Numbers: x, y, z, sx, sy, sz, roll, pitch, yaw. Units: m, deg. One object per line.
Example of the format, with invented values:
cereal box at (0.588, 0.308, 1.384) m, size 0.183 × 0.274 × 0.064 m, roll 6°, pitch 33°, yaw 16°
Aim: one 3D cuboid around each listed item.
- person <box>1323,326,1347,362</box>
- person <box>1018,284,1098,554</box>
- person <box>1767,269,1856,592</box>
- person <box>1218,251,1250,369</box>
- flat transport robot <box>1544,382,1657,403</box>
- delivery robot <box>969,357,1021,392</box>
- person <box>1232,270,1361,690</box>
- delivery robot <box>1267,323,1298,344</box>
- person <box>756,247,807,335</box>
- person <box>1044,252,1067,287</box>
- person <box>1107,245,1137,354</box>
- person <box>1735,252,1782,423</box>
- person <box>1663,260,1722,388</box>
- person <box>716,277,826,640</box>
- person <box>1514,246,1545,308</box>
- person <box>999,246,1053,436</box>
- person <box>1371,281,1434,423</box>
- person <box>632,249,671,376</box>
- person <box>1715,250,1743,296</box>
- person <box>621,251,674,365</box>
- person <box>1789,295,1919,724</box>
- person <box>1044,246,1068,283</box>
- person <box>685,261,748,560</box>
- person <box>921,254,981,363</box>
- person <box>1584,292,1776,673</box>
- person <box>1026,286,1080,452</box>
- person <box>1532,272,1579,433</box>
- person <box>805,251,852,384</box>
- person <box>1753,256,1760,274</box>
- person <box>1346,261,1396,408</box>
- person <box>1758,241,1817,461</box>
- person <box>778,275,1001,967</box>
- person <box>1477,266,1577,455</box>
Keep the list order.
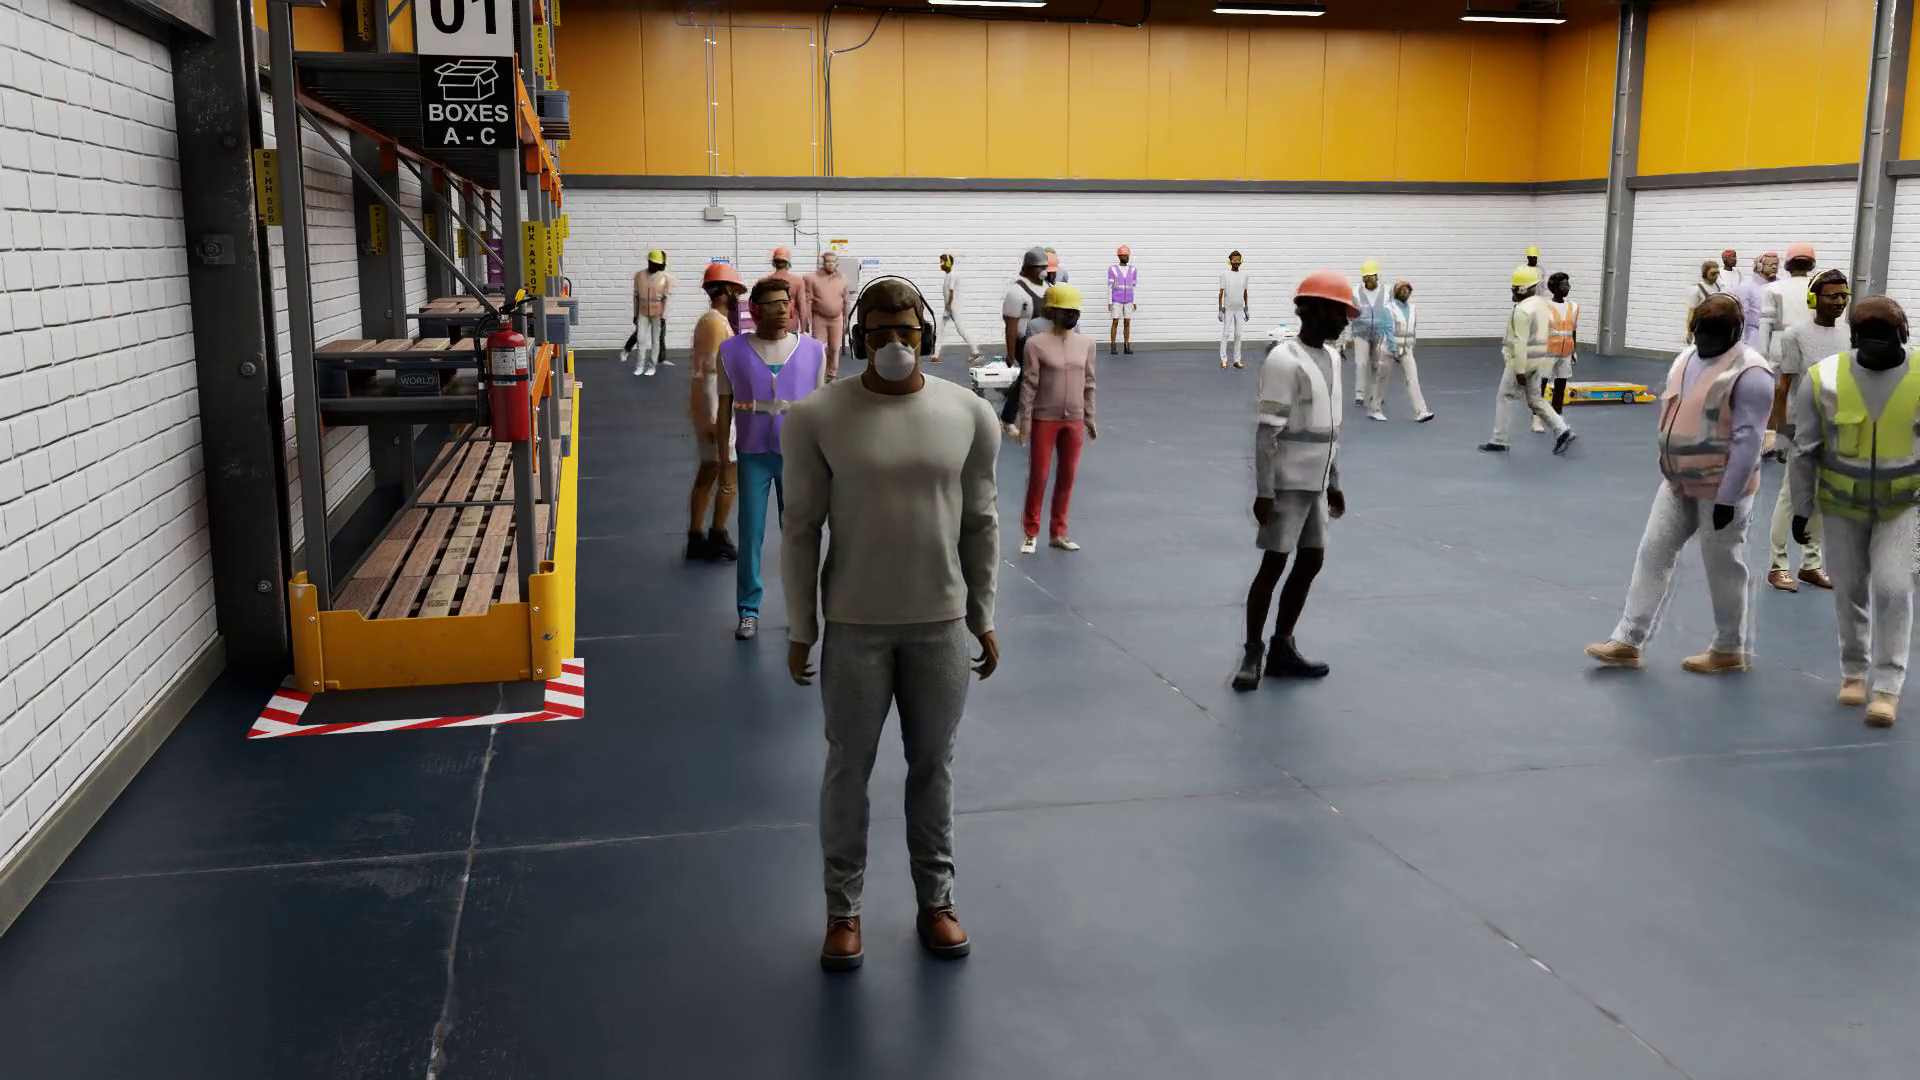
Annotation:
person at (4.029, -2.089, 18.374) m, size 0.522 × 1.645 × 0.306 m, roll -2°, pitch 11°, yaw -13°
person at (0.618, -0.776, 10.851) m, size 0.591 × 1.749 × 0.346 m, roll -4°, pitch 11°, yaw -23°
person at (4.981, -0.630, 9.671) m, size 0.531 × 1.870 × 0.318 m, roll -2°, pitch 11°, yaw -13°
person at (4.343, -3.641, 26.355) m, size 0.531 × 1.870 × 0.318 m, roll -2°, pitch 11°, yaw -13°
flat transport robot at (7.928, -1.858, 20.903) m, size 1.431 × 0.197 × 0.652 m, roll -2°, pitch 10°, yaw -12°
delivery robot at (0.483, -2.086, 21.119) m, size 0.707 × 0.478 × 0.477 m, roll -2°, pitch 10°, yaw -12°
person at (1.519, -0.264, 7.573) m, size 0.350 × 1.904 × 0.707 m, roll 9°, pitch 14°, yaw 42°
delivery robot at (5.723, -3.606, 29.542) m, size 0.477 × 0.478 × 0.707 m, roll -2°, pitch 10°, yaw -10°
person at (-2.219, -2.657, 20.707) m, size 0.641 × 1.939 × 1.017 m, roll 0°, pitch 10°, yaw 1°
person at (0.983, -2.200, 18.289) m, size 0.559 × 1.906 × 0.552 m, roll 0°, pitch 10°, yaw -1°
person at (2.905, -4.286, 29.723) m, size 0.552 × 1.942 × 0.340 m, roll -2°, pitch 11°, yaw -13°
person at (8.940, -2.245, 18.518) m, size 0.651 × 1.907 × 0.409 m, roll -2°, pitch 11°, yaw -13°
person at (9.556, -2.723, 21.501) m, size 0.530 × 1.794 × 0.985 m, roll -8°, pitch 13°, yaw -36°
person at (-0.964, -0.419, 8.550) m, size 0.570 × 1.849 × 0.380 m, roll -2°, pitch 11°, yaw -13°
person at (10.166, -4.270, 29.680) m, size 0.594 × 1.926 × 0.366 m, roll -2°, pitch 11°, yaw -13°
person at (0.727, -2.046, 17.044) m, size 1.058 × 2.000 × 0.680 m, roll 7°, pitch 12°, yaw 35°
person at (4.912, -2.086, 18.527) m, size 0.517 × 1.580 × 0.921 m, roll -5°, pitch 11°, yaw -26°
person at (-4.615, -3.372, 24.788) m, size 0.619 × 1.891 × 0.723 m, roll 1°, pitch 10°, yaw 5°
person at (11.886, -3.558, 25.854) m, size 0.584 × 1.884 × 0.347 m, roll -2°, pitch 11°, yaw -13°
person at (-5.108, -3.784, 27.167) m, size 0.919 × 1.874 × 0.624 m, roll 7°, pitch 12°, yaw 33°
person at (3.882, -0.132, 7.092) m, size 0.639 × 1.804 × 0.752 m, roll 7°, pitch 12°, yaw 33°
person at (1.307, -3.387, 24.752) m, size 0.635 × 1.939 × 0.362 m, roll -2°, pitch 11°, yaw -13°
person at (-1.555, -0.819, 10.633) m, size 0.509 × 1.896 × 0.583 m, roll -3°, pitch 11°, yaw -16°
person at (-0.103, -3.837, 27.612) m, size 0.998 × 1.822 × 0.507 m, roll -4°, pitch 11°, yaw -20°
person at (3.351, -0.240, 7.718) m, size 0.846 × 1.796 × 0.659 m, roll -2°, pitch 10°, yaw -10°
person at (0.819, -1.405, 14.620) m, size 0.507 × 1.633 × 0.276 m, roll -2°, pitch 11°, yaw -13°
person at (6.301, -1.979, 17.616) m, size 0.541 × 1.700 × 0.315 m, roll -2°, pitch 11°, yaw -13°
person at (-1.789, -2.995, 22.721) m, size 0.670 × 1.888 × 0.430 m, roll -4°, pitch 11°, yaw -19°
person at (11.064, -2.979, 22.802) m, size 0.625 × 1.834 × 1.012 m, roll -9°, pitch 14°, yaw -42°
person at (5.042, -2.522, 20.412) m, size 0.612 × 1.795 × 0.651 m, roll 2°, pitch 10°, yaw 10°
person at (7.633, -1.706, 15.216) m, size 0.633 × 2.026 × 0.488 m, roll 5°, pitch 11°, yaw 24°
person at (-0.189, 0.234, 4.688) m, size 0.635 × 1.939 × 0.362 m, roll -2°, pitch 11°, yaw -13°
person at (5.415, -1.691, 15.754) m, size 0.834 × 1.803 × 0.595 m, roll 9°, pitch 14°, yaw 42°
